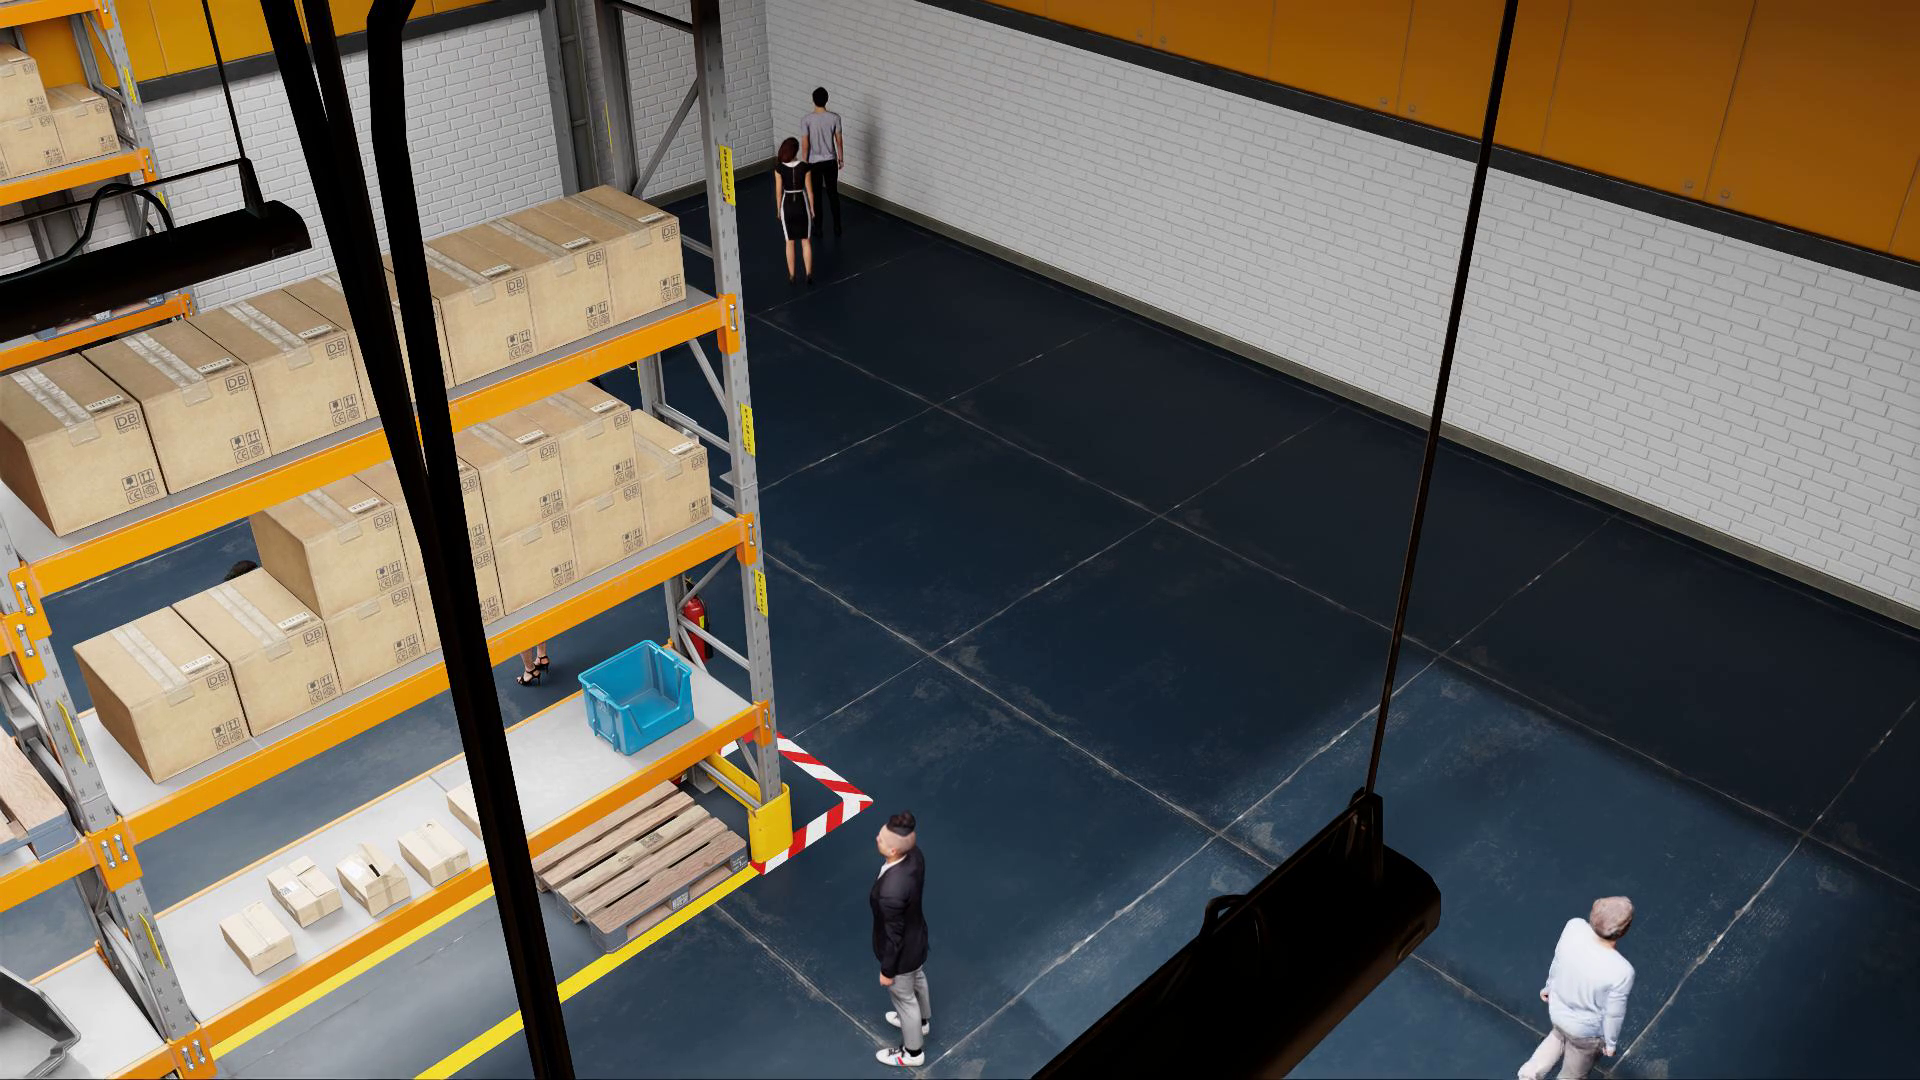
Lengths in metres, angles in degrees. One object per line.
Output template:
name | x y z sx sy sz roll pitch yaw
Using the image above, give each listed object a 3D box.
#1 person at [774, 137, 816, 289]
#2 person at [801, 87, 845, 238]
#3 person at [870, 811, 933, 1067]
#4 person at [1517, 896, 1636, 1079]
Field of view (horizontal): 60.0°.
person | -1.909 -3.791 19.288 0.627 1.796 0.709 -3 34 -4
person | -1.699 -4.659 20.533 0.671 1.863 0.810 -8 35 -12
person | -0.340 2.401 9.918 0.859 1.856 0.746 6 34 9
person | 3.423 2.733 9.394 0.917 1.884 0.826 -15 36 -21
